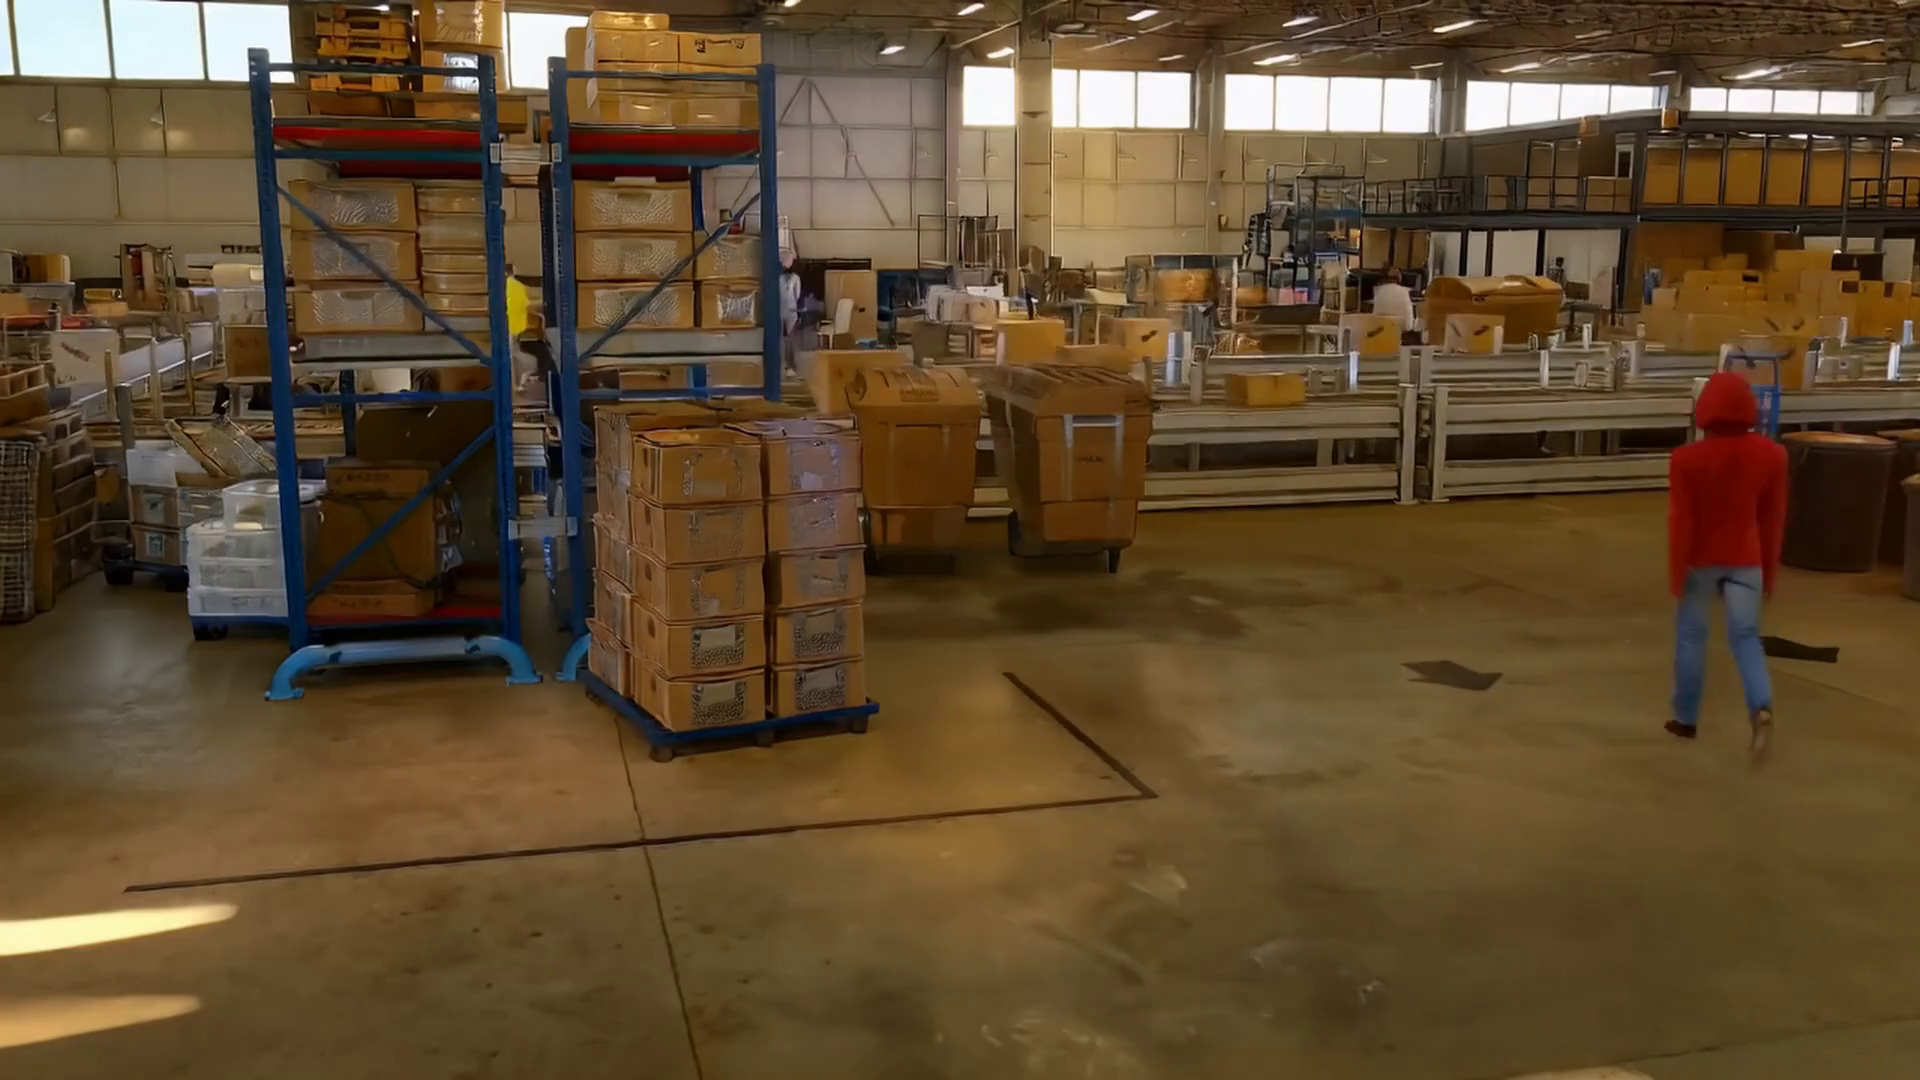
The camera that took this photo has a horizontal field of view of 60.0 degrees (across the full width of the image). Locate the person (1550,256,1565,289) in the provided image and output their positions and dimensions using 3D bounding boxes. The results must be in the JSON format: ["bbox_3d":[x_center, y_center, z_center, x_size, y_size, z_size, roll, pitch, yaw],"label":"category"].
[{"bbox_3d":[18.358,-7.830,51.263,0.534,1.834,0.586,-3,11,-19],"label":"person"}]

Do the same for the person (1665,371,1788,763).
[{"bbox_3d":[3.186,0.111,6.904,0.494,1.612,0.695,1,10,4],"label":"person"}]

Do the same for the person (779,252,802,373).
[{"bbox_3d":[-2.917,-3.811,27.956,0.618,2.024,0.534,-5,11,-27],"label":"person"}]

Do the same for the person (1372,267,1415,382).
[{"bbox_3d":[6.752,-3.318,25.793,0.615,1.806,0.723,9,14,42],"label":"person"}]

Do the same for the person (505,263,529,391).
[{"bbox_3d":[-6.642,-3.133,24.520,0.460,1.880,0.662,2,10,12],"label":"person"}]

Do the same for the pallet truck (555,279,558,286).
[{"bbox_3d":[-10.604,-6.375,44.520,0.653,1.274,1.630,-3,10,-15],"label":"pallet truck"}]

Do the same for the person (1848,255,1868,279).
[{"bbox_3d":[24.382,-6.789,45.250,0.600,1.940,0.539,-3,10,-17],"label":"person"}]

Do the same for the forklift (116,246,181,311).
[{"bbox_3d":[-19.966,-6.232,40.894,1.157,1.987,2.680,-3,10,-15],"label":"forklift"}]

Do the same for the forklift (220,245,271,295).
[{"bbox_3d":[-17.749,-6.334,41.440,1.157,1.987,2.680,-3,10,-17],"label":"forklift"}]
